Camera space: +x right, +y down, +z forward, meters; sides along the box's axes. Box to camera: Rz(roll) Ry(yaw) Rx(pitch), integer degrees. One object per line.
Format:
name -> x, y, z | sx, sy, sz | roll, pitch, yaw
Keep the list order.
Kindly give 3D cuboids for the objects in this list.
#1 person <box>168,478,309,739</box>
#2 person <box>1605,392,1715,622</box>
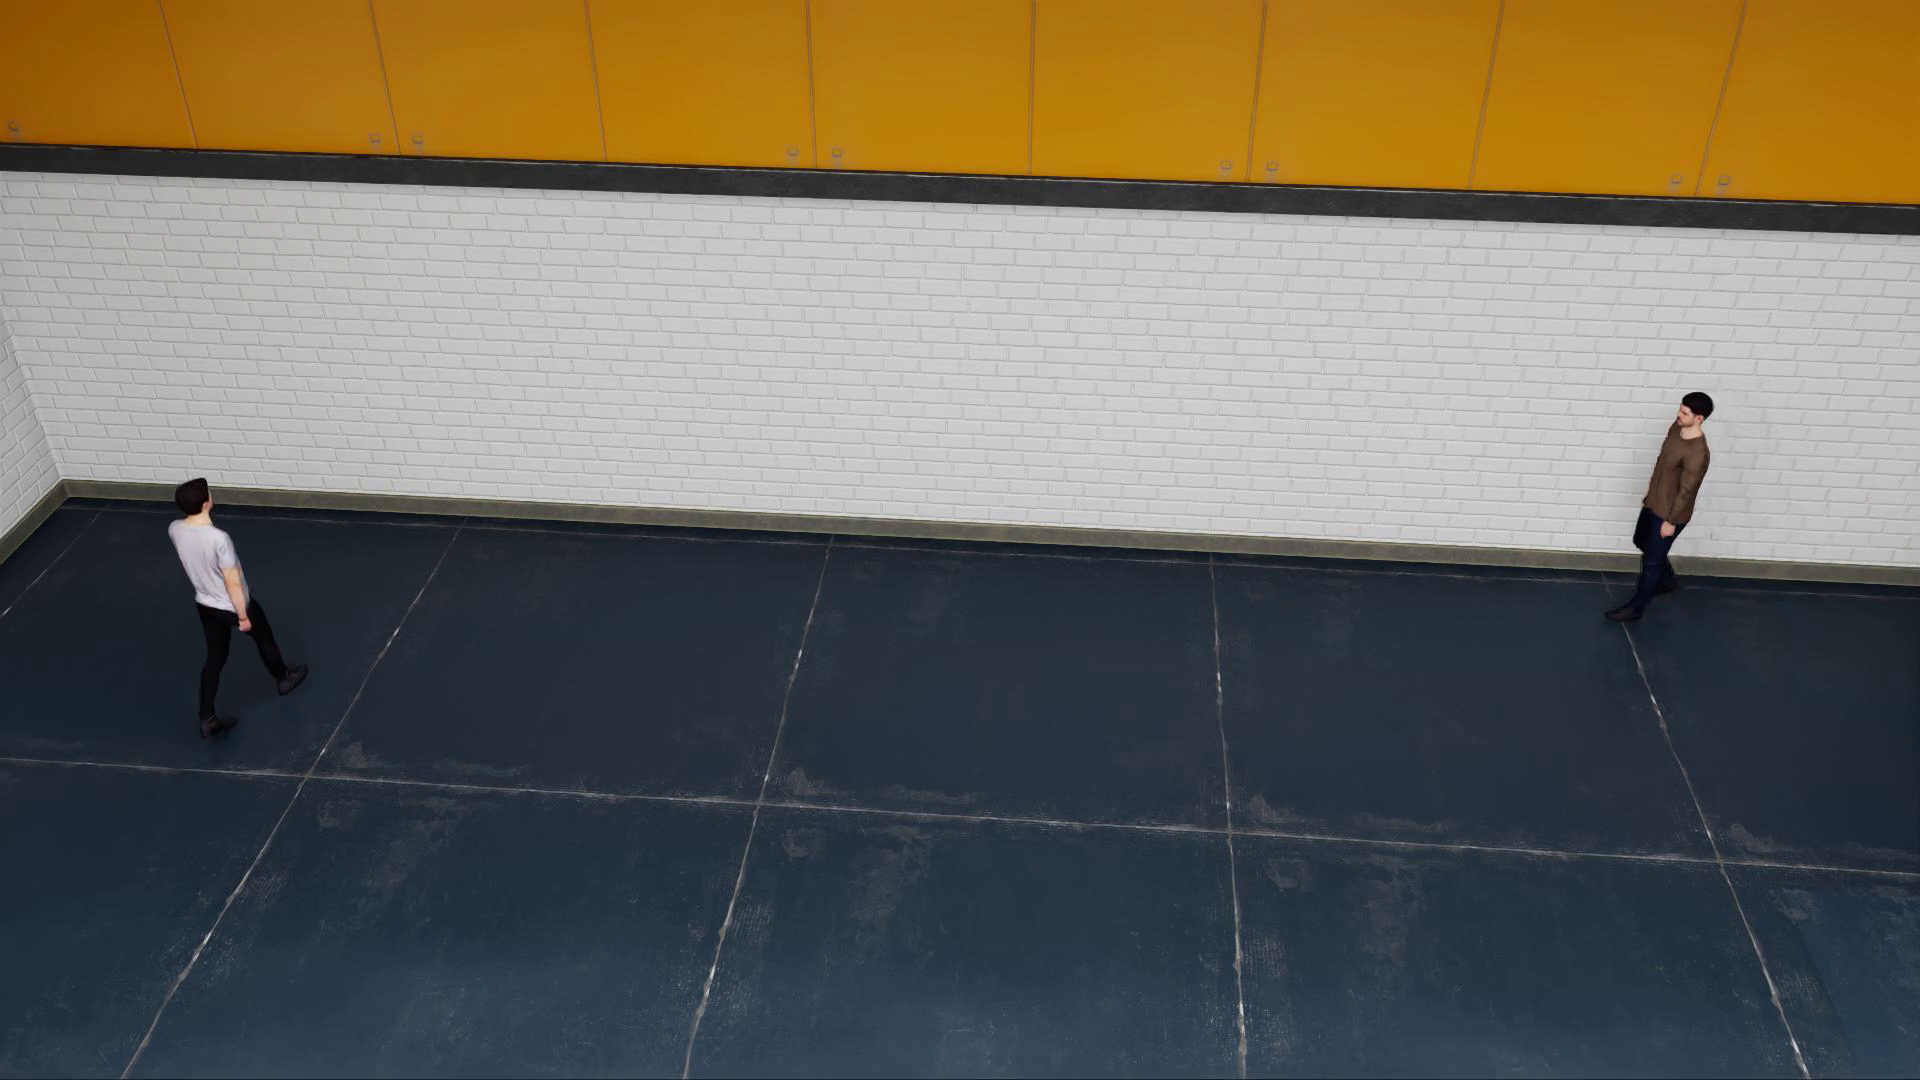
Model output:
person -> -4.880, 0.475, 10.862 | 0.910, 1.829, 1.240 | 13, 36, 18
person -> 5.111, -0.250, 11.906 | 0.755, 1.881, 0.760 | 0, 34, 1
